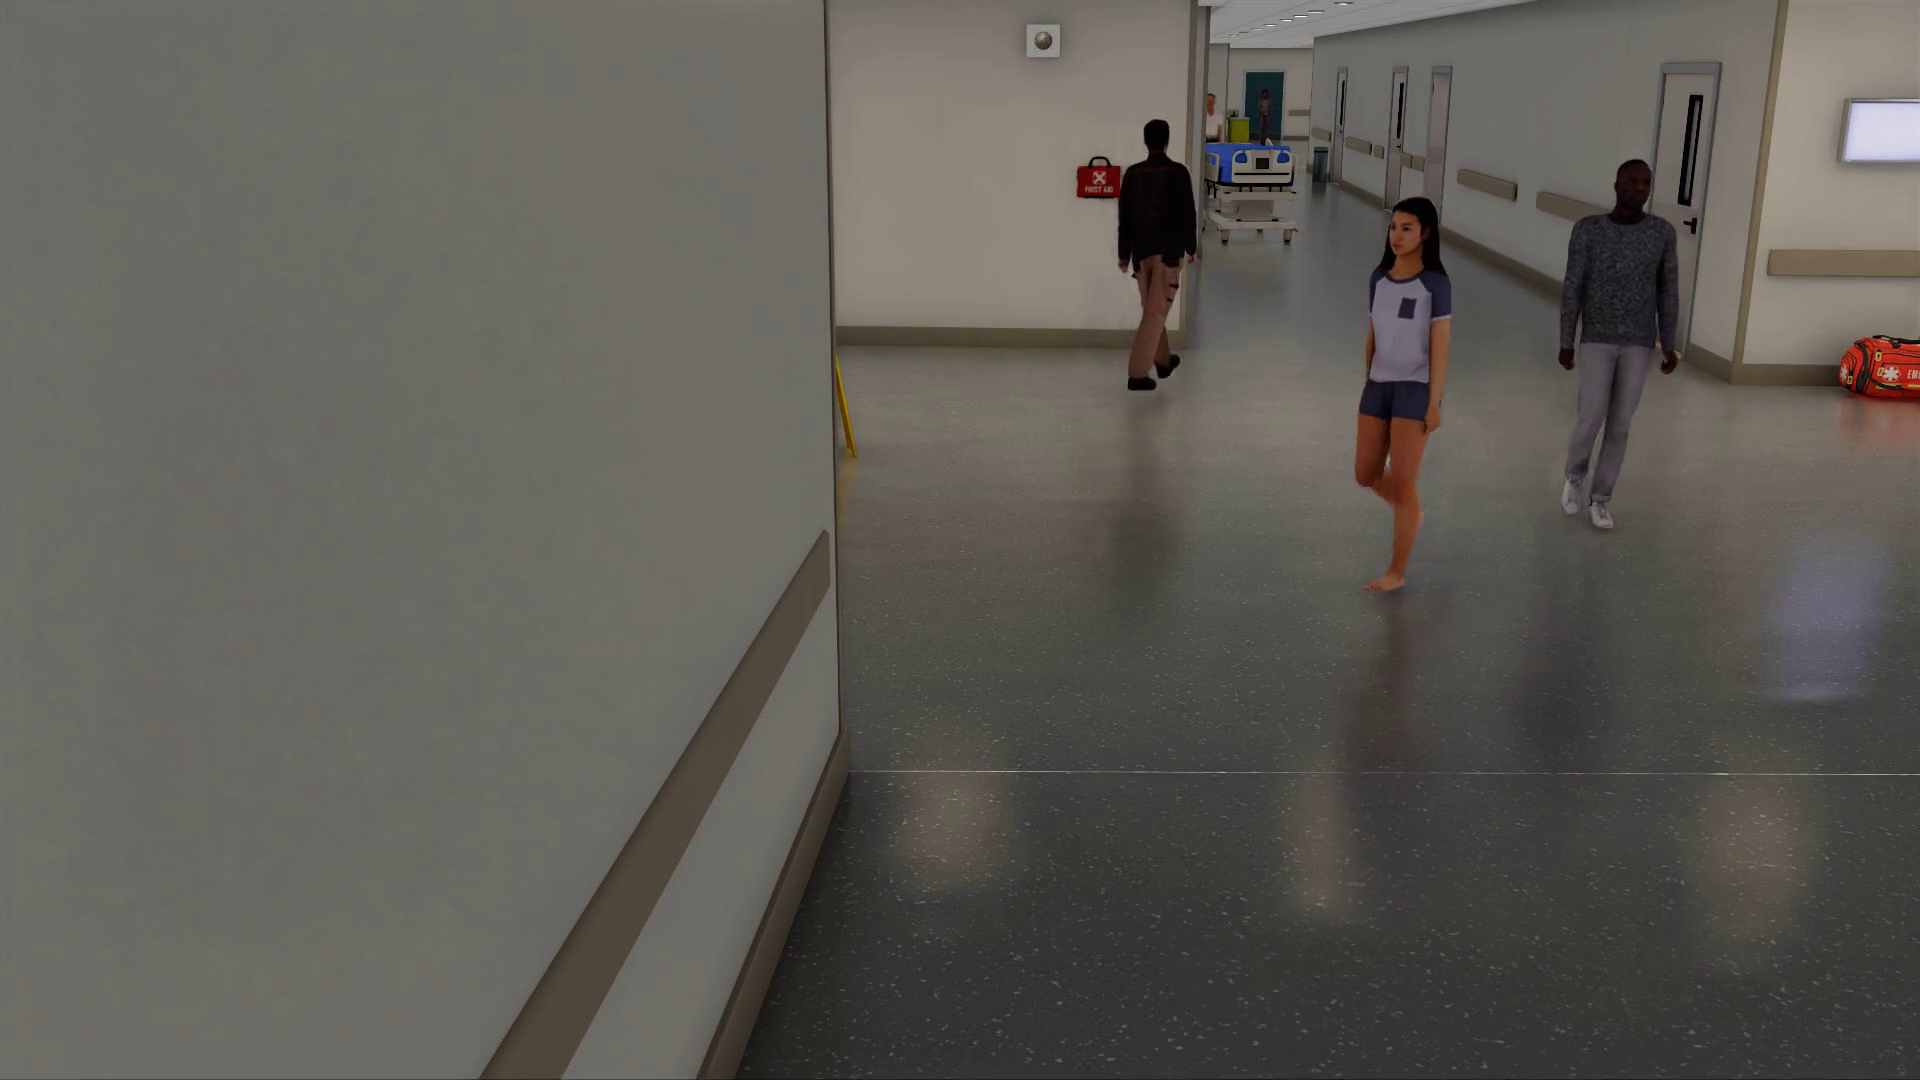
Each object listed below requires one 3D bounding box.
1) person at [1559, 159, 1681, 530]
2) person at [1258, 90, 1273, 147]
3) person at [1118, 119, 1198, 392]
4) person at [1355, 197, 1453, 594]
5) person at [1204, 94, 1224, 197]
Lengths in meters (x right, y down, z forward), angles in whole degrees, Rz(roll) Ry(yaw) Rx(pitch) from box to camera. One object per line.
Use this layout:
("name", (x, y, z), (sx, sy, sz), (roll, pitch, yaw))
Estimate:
("person", (3.291, -0.986, 8.395), (0.580, 1.822, 0.745), (2, 16, 6))
("person", (9.182, -12.653, 50.057), (1.061, 1.669, 0.624), (2, 16, 6))
("person", (1.358, -1.946, 11.719), (1.297, 1.866, 1.117), (9, 18, 29))
("person", (1.999, -0.632, 7.328), (0.889, 1.719, 0.832), (-14, 21, -40))
("person", (4.623, -7.342, 30.892), (0.673, 1.847, 0.797), (4, 16, 15))
